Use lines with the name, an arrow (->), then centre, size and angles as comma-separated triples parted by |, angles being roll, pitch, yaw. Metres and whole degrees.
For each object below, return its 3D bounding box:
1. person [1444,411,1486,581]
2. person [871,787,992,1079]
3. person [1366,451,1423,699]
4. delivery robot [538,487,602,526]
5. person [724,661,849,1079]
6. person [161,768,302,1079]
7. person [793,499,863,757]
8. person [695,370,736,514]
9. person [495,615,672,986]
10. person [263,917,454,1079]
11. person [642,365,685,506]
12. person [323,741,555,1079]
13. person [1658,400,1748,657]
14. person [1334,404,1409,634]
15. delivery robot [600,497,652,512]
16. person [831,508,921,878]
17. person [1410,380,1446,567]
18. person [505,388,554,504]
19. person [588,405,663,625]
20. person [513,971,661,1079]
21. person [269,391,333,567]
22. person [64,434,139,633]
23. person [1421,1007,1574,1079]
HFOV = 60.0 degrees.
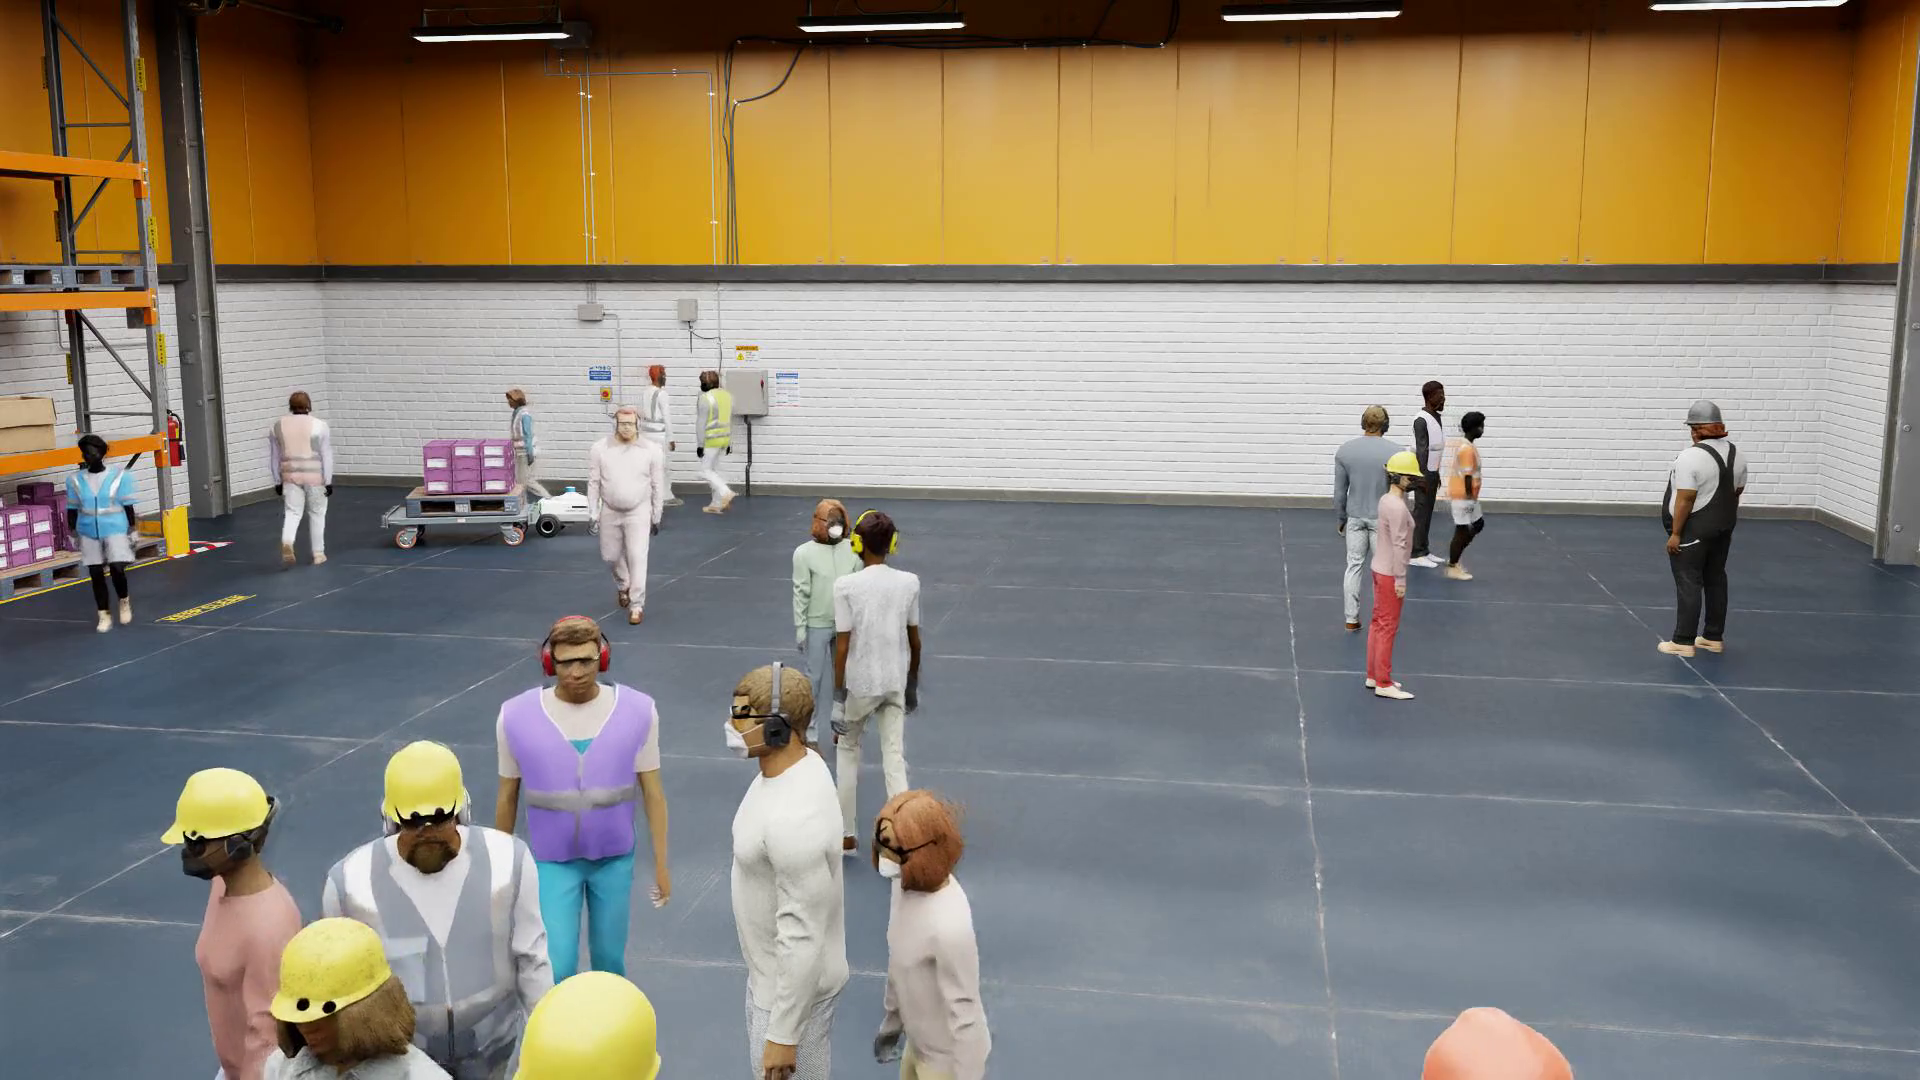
person -> 4.981, -0.431, 16.327 | 0.381, 1.679, 0.554 | 2, 9, 15
person -> -0.024, 1.467, 4.754 | 0.450, 1.614, 0.521 | -3, 10, -17
person -> 3.112, 0.244, 11.911 | 0.330, 1.765, 0.526 | 0, 9, 3
delivery robot -> -4.483, -0.372, 19.186 | 0.707, 0.478, 0.477 | -1, 9, -4
person -> -0.509, 1.301, 4.816 | 0.372, 1.940, 0.630 | -2, 9, -9
person -> -1.967, 1.463, 4.401 | 0.786, 1.733, 0.552 | -7, 12, -39
person -> -0.812, 0.549, 10.423 | 0.507, 1.631, 0.268 | -6, 11, -33
person -> -3.031, -1.207, 20.725 | 0.525, 1.824, 0.647 | 5, 10, 26
person -> -1.348, 1.168, 5.968 | 0.611, 1.826, 0.566 | -3, 10, -17
person -> -1.302, 1.625, 3.484 | 0.492, 1.723, 0.647 | 4, 10, 26
person -> -3.942, -1.321, 21.359 | 0.785, 1.858, 0.584 | -6, 11, -32
person -> -1.489, 1.390, 4.763 | 0.603, 1.789, 0.906 | -5, 10, -26
person -> 5.843, -0.103, 13.211 | 0.688, 2.000, 0.536 | -4, 10, -26
person -> 3.432, -0.165, 13.905 | 0.629, 1.940, 0.378 | 6, 11, 33
delivery robot -> -3.884, -0.437, 19.588 | 0.707, 0.478, 0.477 | 1, 9, 8
person -> -0.469, 0.750, 8.516 | 0.564, 1.834, 0.833 | -5, 10, -27
person -> 4.838, -0.691, 17.227 | 0.391, 1.922, 0.593 | 5, 10, 28
person -> -5.312, -1.066, 20.491 | 0.513, 1.618, 0.544 | -7, 11, -35
person -> -2.918, -0.246, 14.572 | 0.646, 1.885, 0.785 | 0, 9, -2
person -> -0.663, 1.667, 2.713 | 0.595, 1.900, 0.846 | 0, 9, 2
person -> -6.762, -0.617, 17.074 | 0.624, 1.826, 0.750 | -1, 9, -6
person -> -7.217, -0.052, 13.979 | 0.554, 1.680, 0.368 | -2, 9, -10
person -> 0.838, 1.693, 2.487 | 0.545, 1.917, 0.688 | 0, 9, -2
